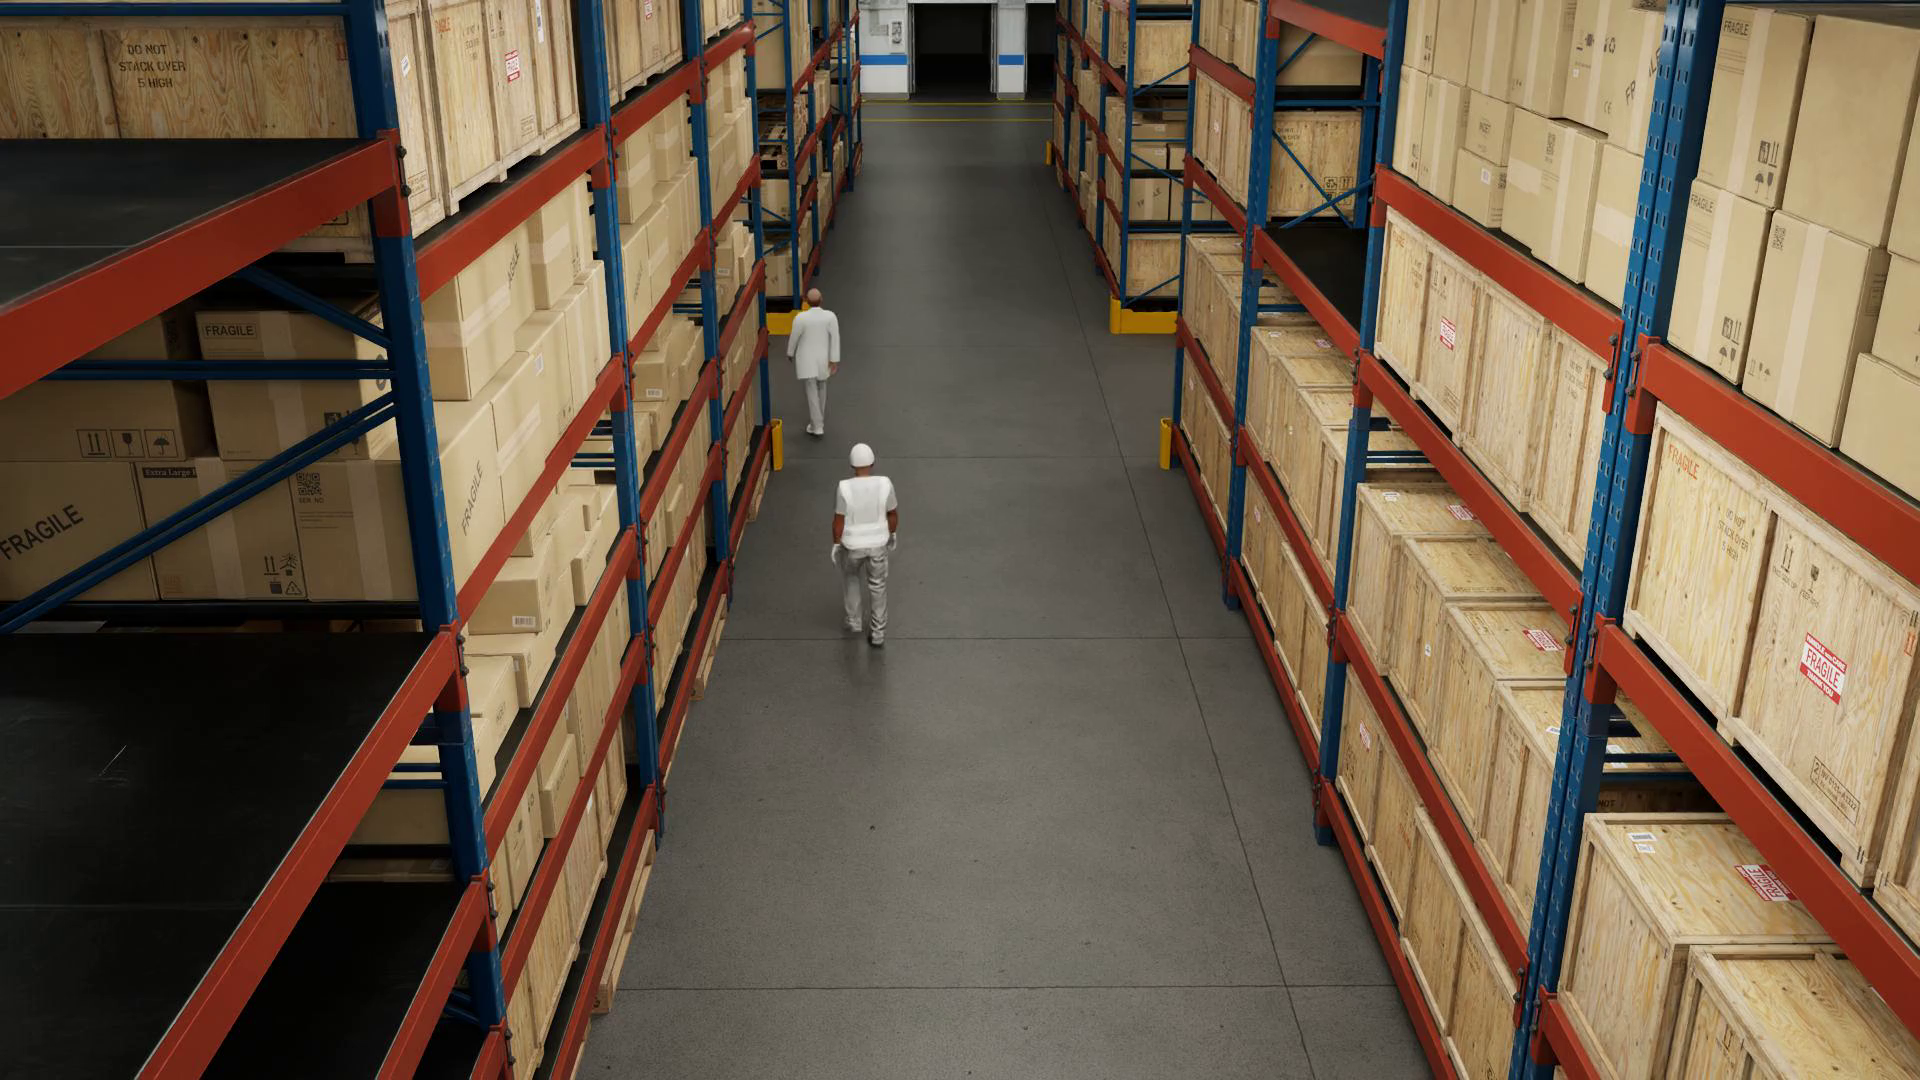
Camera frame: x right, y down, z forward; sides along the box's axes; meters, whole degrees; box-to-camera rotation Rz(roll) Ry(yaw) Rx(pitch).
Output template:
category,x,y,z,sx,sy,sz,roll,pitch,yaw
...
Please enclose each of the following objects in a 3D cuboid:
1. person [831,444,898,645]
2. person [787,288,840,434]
category,x,y,z,sx,sy,sz,roll,pitch,yaw
person,-0.836,0.002,14.430,0.597,1.786,0.570,-3,22,-7
person,-1.800,-2.212,20.104,0.578,1.748,0.984,-9,23,-22
